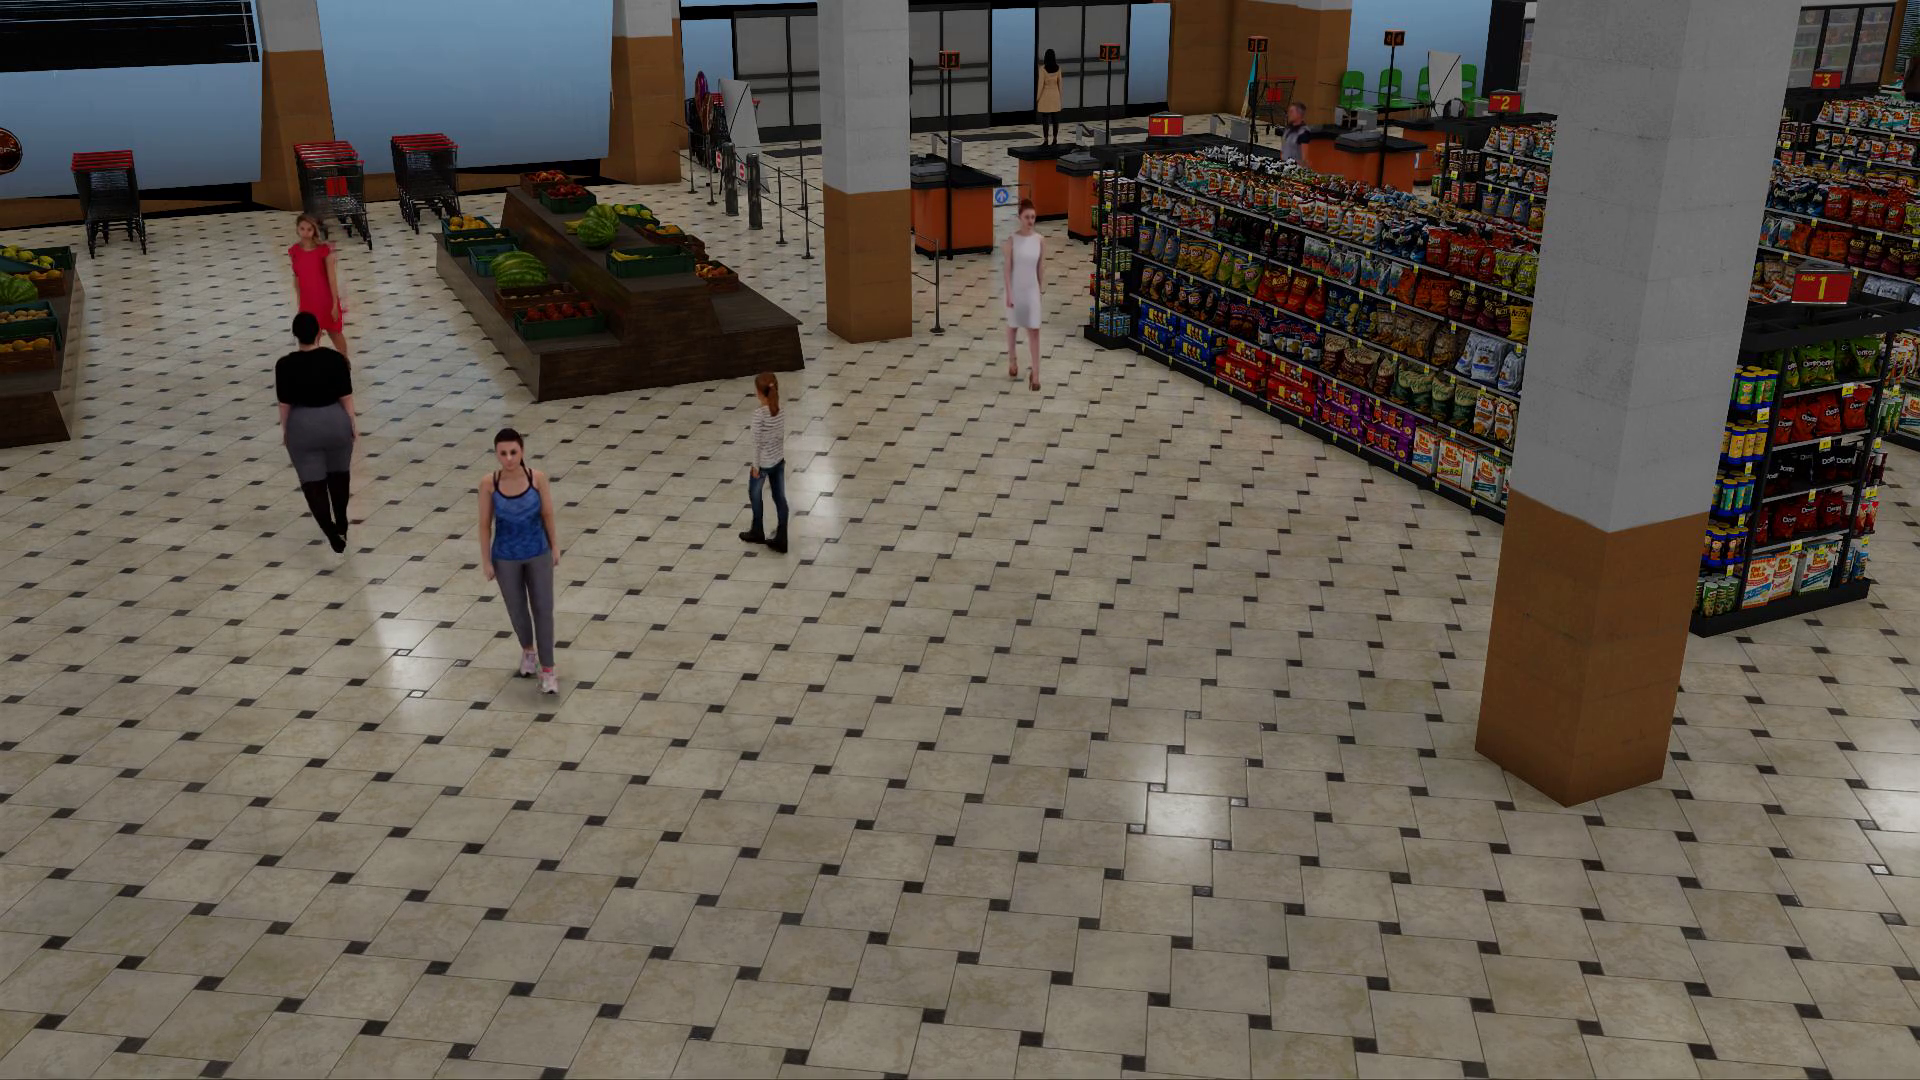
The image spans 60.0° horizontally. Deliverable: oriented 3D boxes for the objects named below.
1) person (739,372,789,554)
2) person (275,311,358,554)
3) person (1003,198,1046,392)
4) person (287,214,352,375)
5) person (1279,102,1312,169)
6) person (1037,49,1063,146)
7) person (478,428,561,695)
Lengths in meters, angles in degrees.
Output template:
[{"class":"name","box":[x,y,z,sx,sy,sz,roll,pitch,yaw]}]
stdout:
[{"class":"person","box":[-1.308,-0.532,11.809,0.745,1.307,0.631,19,29,39]},{"class":"person","box":[-4.480,-0.713,11.685,0.667,1.735,1.047,-11,24,-25]},{"class":"person","box":[0.554,-2.293,15.608,0.767,1.741,1.130,-4,22,-9]},{"class":"person","box":[-5.931,-2.210,15.494,0.875,1.672,1.150,1,22,3]},{"class":"person","box":[4.427,-4.799,21.745,0.823,1.816,0.776,-6,23,-15]},{"class":"person","box":[1.592,-7.844,29.502,0.636,1.682,0.512,-10,24,-23]},{"class":"person","box":[-2.609,0.081,9.907,0.704,1.588,0.902,-5,22,-11]}]
